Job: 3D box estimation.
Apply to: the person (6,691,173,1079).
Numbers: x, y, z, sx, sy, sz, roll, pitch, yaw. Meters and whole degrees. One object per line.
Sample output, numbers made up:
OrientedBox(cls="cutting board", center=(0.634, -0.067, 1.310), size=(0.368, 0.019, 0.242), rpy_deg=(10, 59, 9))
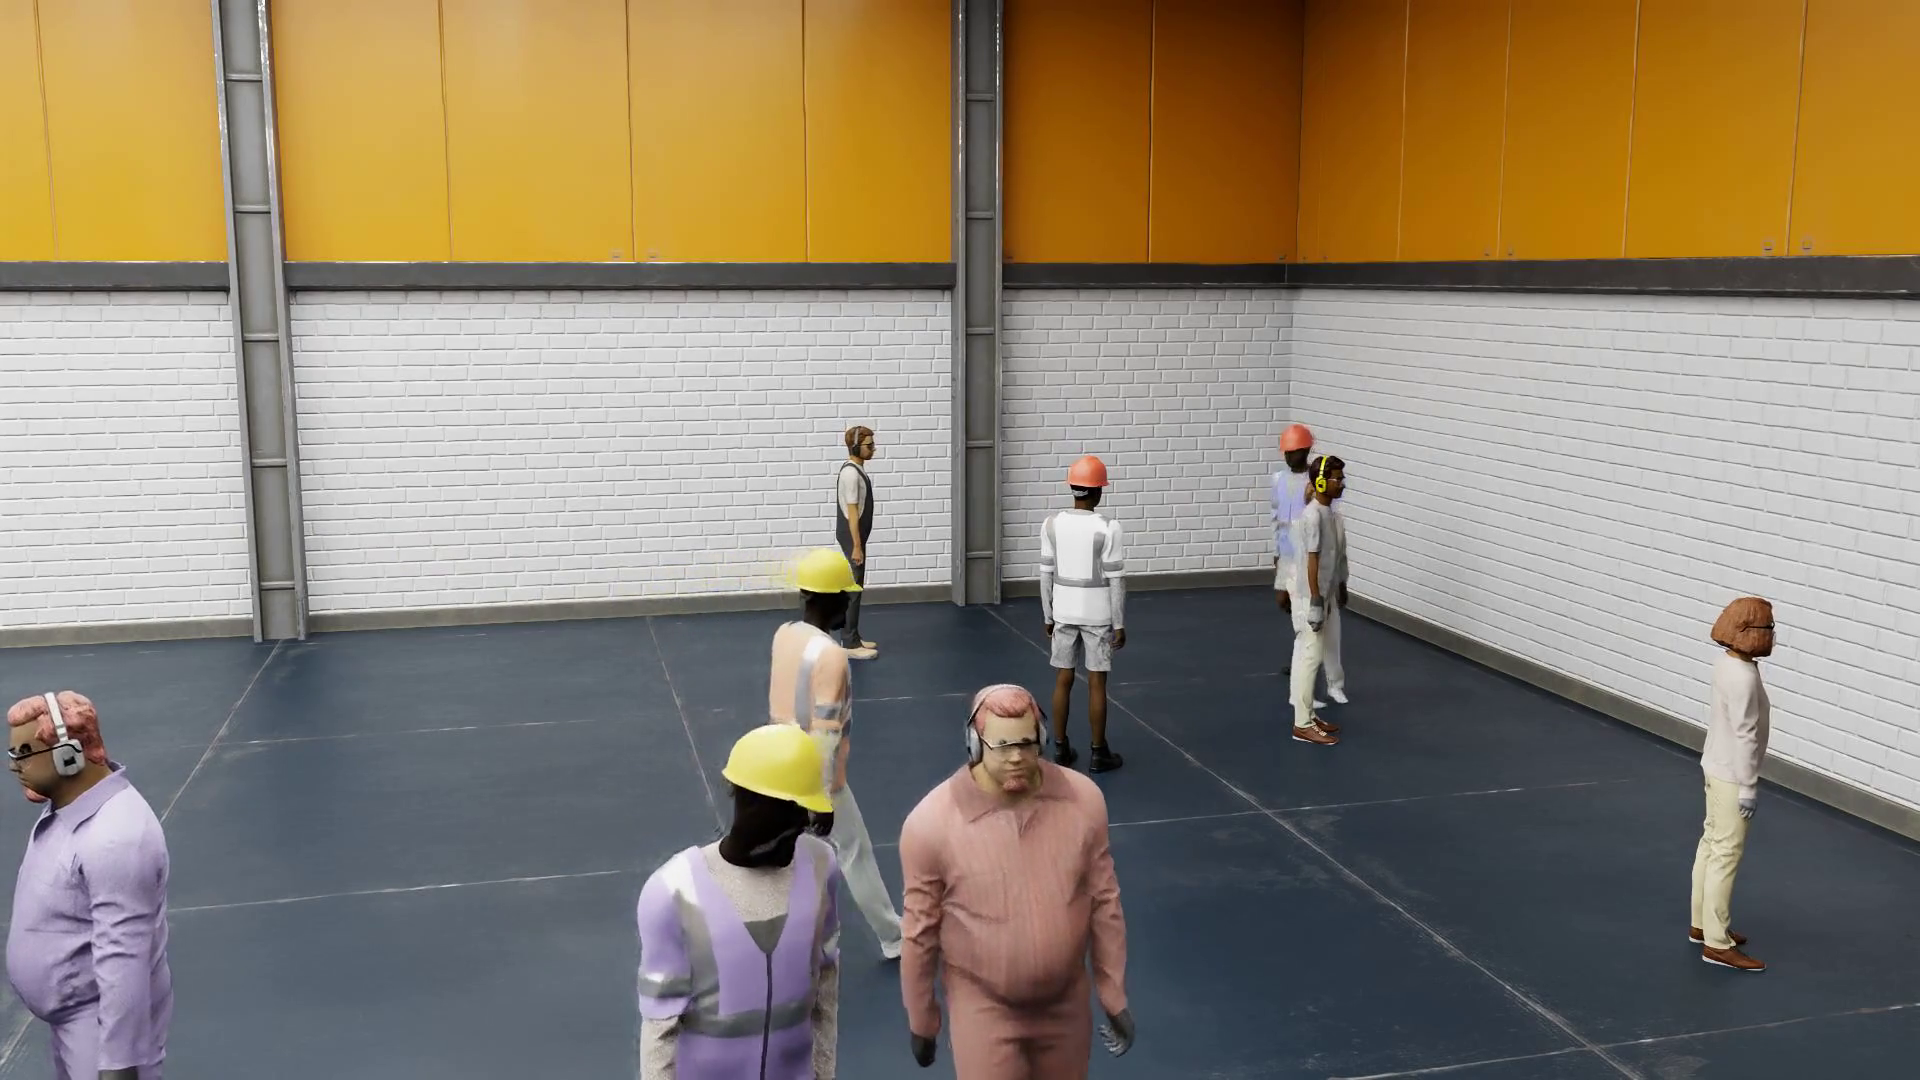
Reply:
OrientedBox(cls="person", center=(-2.439, 1.350, 4.682), size=(0.400, 1.894, 0.659), rpy_deg=(-8, 12, -39))

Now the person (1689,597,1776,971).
OrientedBox(cls="person", center=(3.422, 1.053, 7.338), size=(0.283, 1.633, 0.497), rpy_deg=(2, 9, 13))

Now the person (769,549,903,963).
OrientedBox(cls="person", center=(-0.563, 0.963, 7.132), size=(0.974, 1.871, 0.613), rpy_deg=(-5, 11, -31))

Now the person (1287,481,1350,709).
OrientedBox(cls="person", center=(2.521, 0.369, 11.632), size=(0.546, 1.617, 0.384), rpy_deg=(-6, 11, -35))

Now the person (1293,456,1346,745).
OrientedBox(cls="person", center=(2.346, 0.378, 10.818), size=(0.312, 1.869, 0.537), rpy_deg=(3, 9, 16))

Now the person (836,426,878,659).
OrientedBox(cls="person", center=(-0.817, 0.014, 13.164), size=(0.327, 1.843, 0.515), rpy_deg=(-1, 9, -3))

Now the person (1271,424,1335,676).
OrientedBox(cls="person", center=(2.631, 0.062, 12.629), size=(0.647, 1.921, 0.564), rpy_deg=(-9, 13, -44))

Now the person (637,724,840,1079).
OrientedBox(cls="person", center=(-0.558, 1.408, 4.292), size=(0.631, 1.902, 0.424), rpy_deg=(-5, 10, -29))

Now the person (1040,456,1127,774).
OrientedBox(cls="person", center=(0.762, 0.453, 10.134), size=(0.552, 1.937, 0.356), rpy_deg=(5, 10, 27))

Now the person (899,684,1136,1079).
OrientedBox(cls="person", center=(0.161, 1.329, 4.832), size=(0.652, 1.880, 0.810), rpy_deg=(-3, 10, -20))
